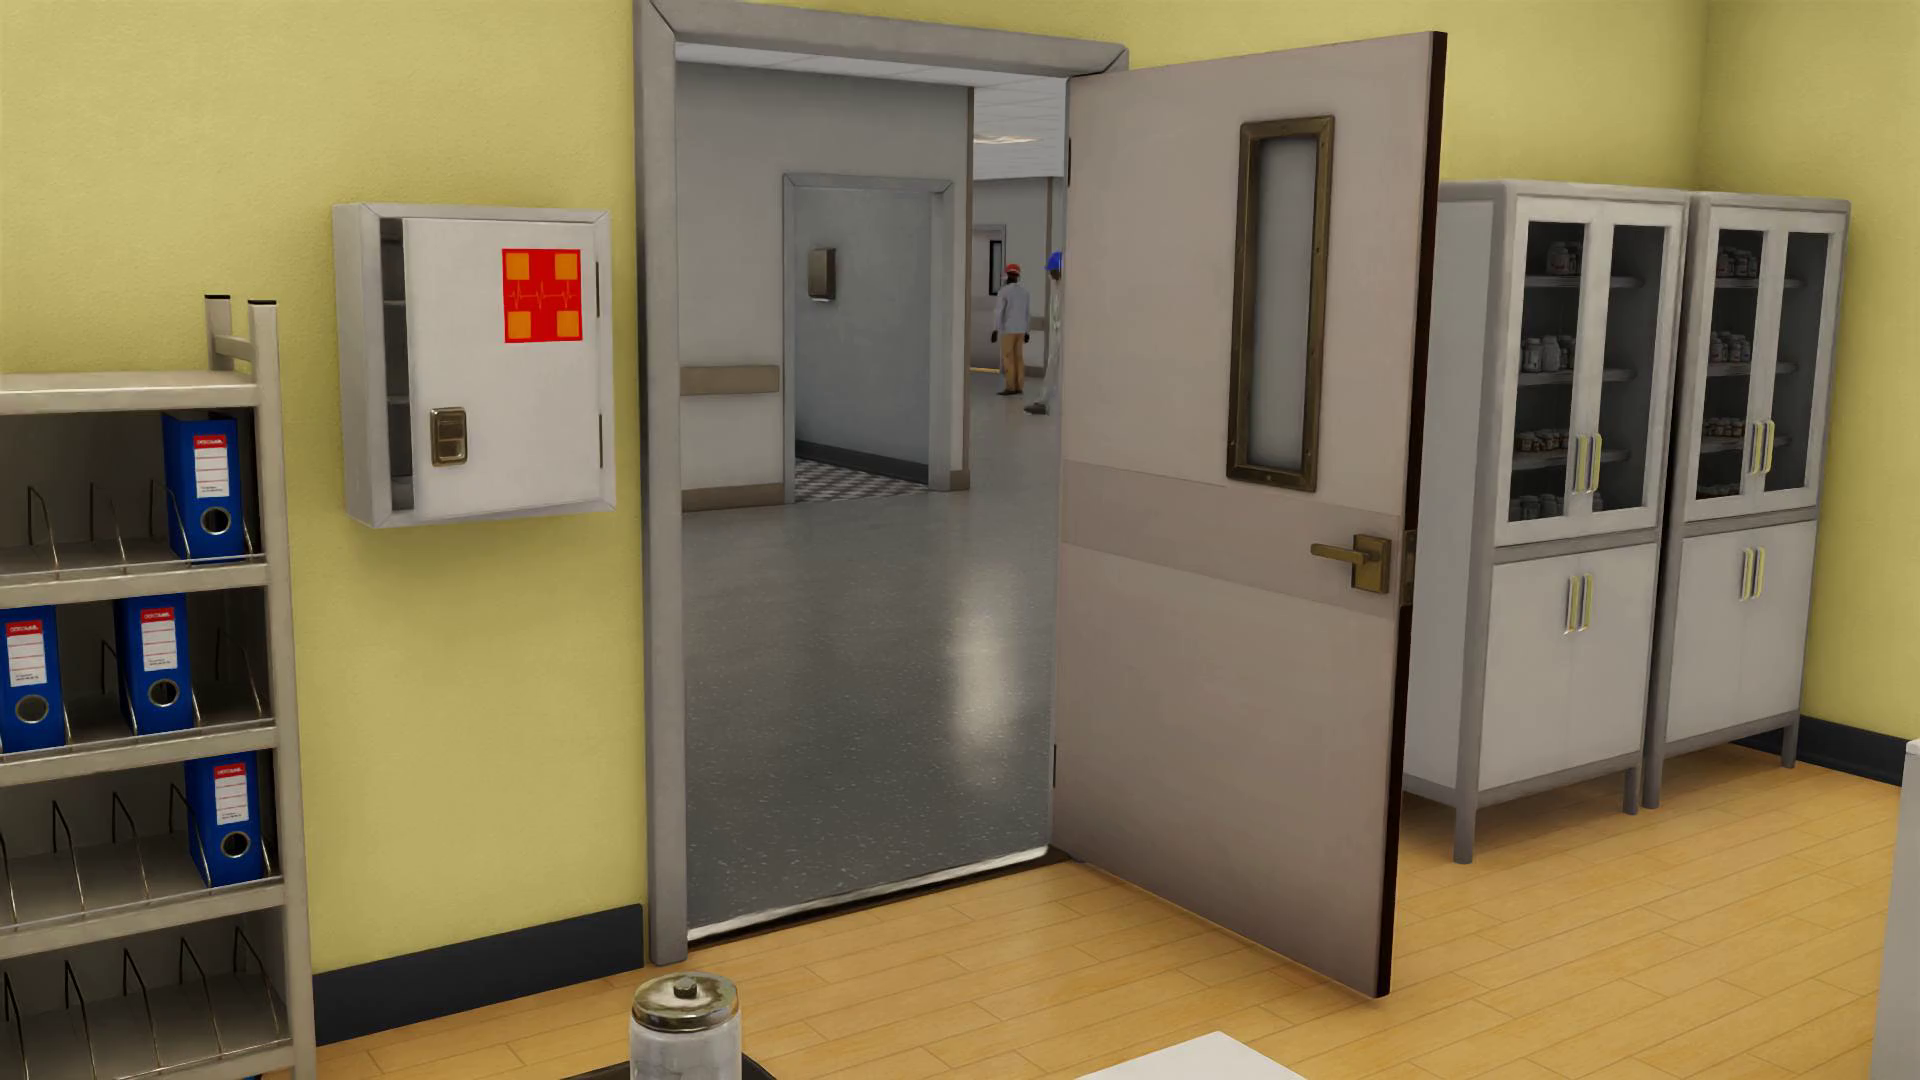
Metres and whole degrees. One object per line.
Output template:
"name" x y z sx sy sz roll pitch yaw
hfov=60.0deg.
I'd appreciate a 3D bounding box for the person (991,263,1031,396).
"person" 0.658 -2.758 21.840 0.659 1.729 0.400 -8 13 -44
